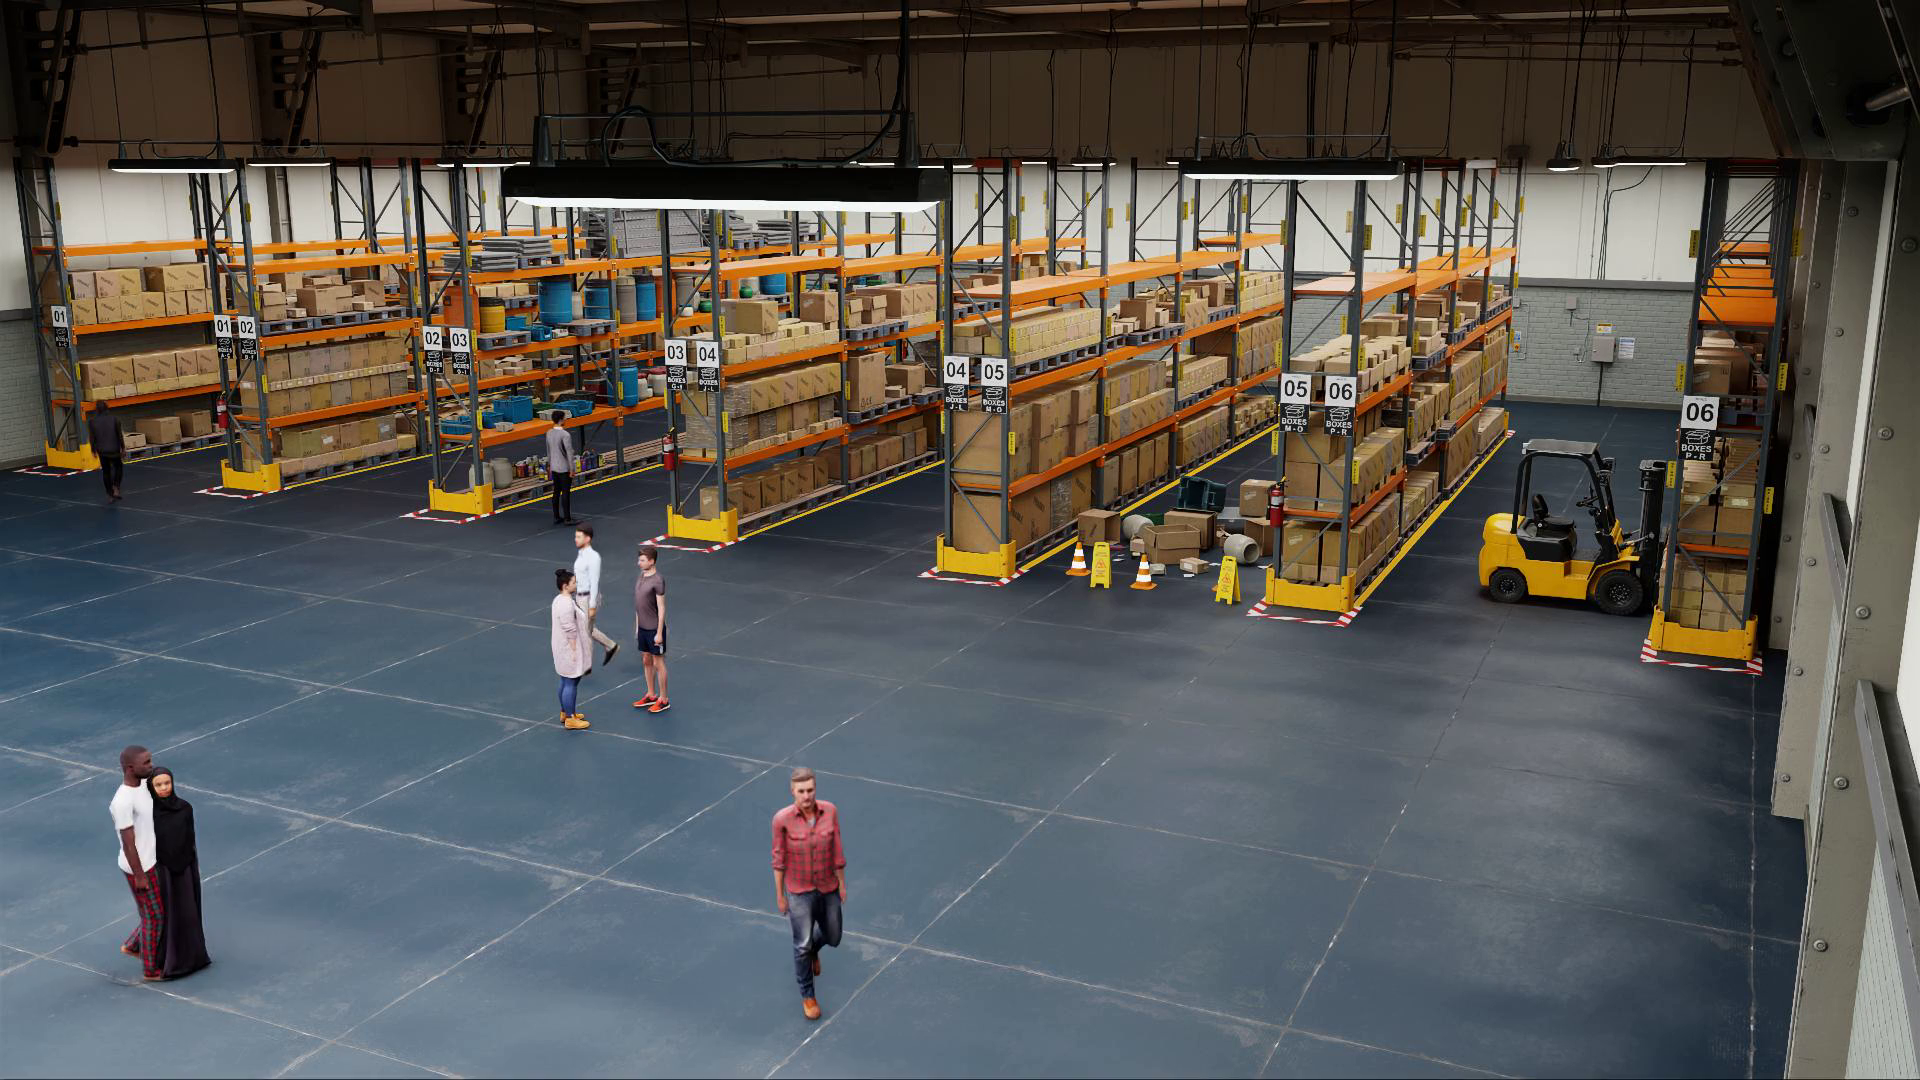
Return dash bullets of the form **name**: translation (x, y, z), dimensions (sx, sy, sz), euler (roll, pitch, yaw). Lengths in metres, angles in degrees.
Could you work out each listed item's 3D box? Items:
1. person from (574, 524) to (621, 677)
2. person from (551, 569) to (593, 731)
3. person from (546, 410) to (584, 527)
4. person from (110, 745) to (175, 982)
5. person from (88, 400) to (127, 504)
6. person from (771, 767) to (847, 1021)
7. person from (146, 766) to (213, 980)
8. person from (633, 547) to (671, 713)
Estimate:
- **person**: translation (-4.343, 0.713, 19.637), dimensions (1.073, 1.826, 0.946), euler (-8, 15, -32)
- **person**: translation (-4.220, 1.154, 17.915), dimensions (0.848, 1.743, 0.794), euler (-5, 14, -21)
- **person**: translation (-6.662, -1.213, 27.742), dimensions (0.791, 1.922, 0.704), euler (10, 16, 36)
- **person**: translation (-6.138, 2.399, 12.364), dimensions (0.889, 1.823, 0.800), euler (-1, 13, -3)
- **person**: translation (-15.075, -1.547, 29.407), dimensions (0.840, 1.821, 0.890), euler (-4, 14, -16)
- **person**: translation (-1.098, 2.482, 12.017), dimensions (1.027, 1.818, 1.072), euler (-6, 14, -23)
- **person**: translation (-5.938, 2.474, 12.502), dimensions (0.733, 1.614, 0.629), euler (12, 18, 43)
- **person**: translation (-3.418, 0.972, 18.448), dimensions (0.683, 1.858, 0.720), euler (-12, 18, -42)
